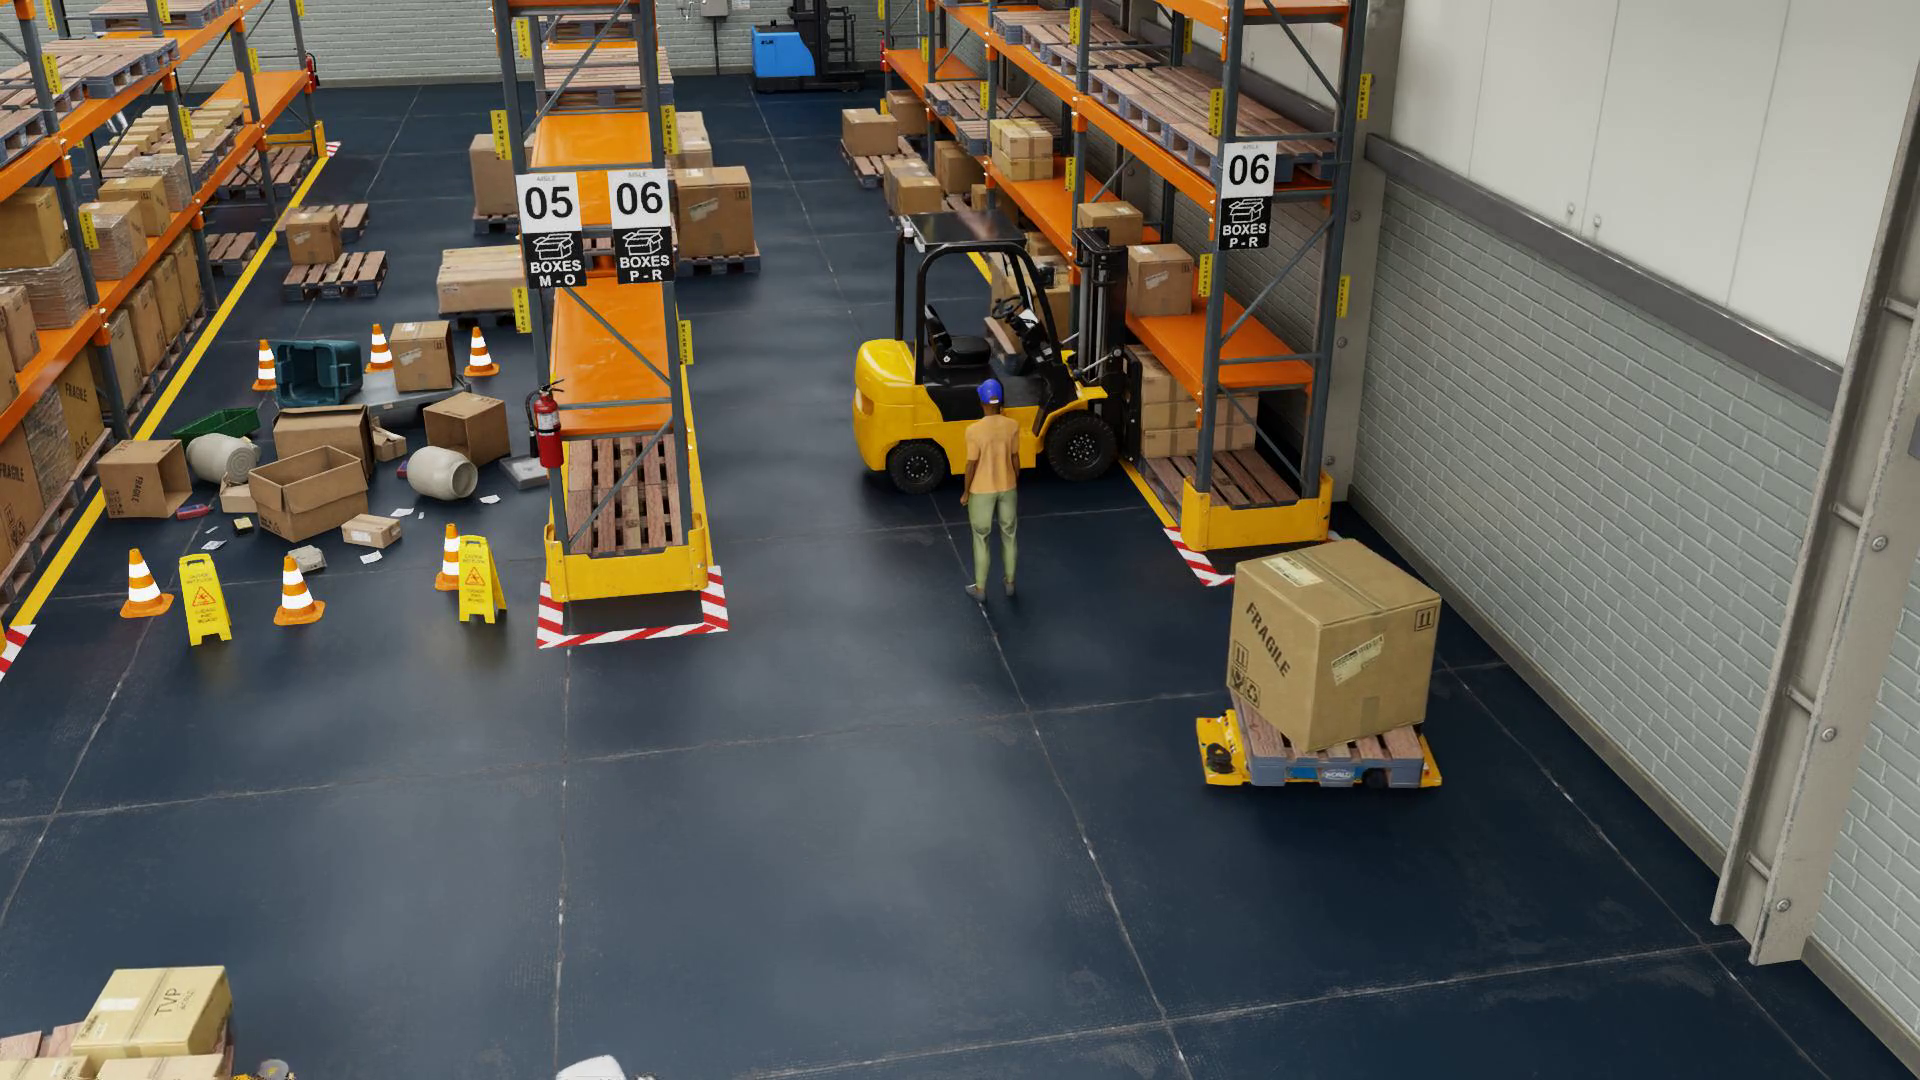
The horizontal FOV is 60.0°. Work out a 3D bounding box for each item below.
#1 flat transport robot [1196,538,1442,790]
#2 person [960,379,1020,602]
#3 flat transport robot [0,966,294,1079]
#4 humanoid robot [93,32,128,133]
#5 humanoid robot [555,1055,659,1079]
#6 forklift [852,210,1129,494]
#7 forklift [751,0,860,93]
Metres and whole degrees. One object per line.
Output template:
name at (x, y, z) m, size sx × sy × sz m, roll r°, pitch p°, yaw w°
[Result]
flat transport robot at (2.233, 1.293, 10.437) m, size 1.431 × 0.231 × 0.659 m, roll 1°, pitch 26°, yaw 1°
person at (0.222, -0.371, 12.227) m, size 0.449 × 1.718 × 0.355 m, roll -9°, pitch 27°, yaw -19°
flat transport robot at (-3.745, 2.745, 7.413) m, size 1.431 × 0.231 × 0.659 m, roll -8°, pitch 27°, yaw -16°
humanoid robot at (-13.661, -7.305, 26.653) m, size 0.543 × 1.771 × 0.901 m, roll -22°, pitch 33°, yaw -38°
humanoid robot at (-1.127, 2.656, 5.880) m, size 0.545 × 1.770 × 0.665 m, roll -18°, pitch 31°, yaw -32°
forklift at (0.216, -1.659, 14.366) m, size 2.313 × 2.155 × 1.214 m, roll -5°, pitch 26°, yaw -10°
forklift at (-2.872, -9.679, 30.288) m, size 1.873 × 2.768 × 1.129 m, roll -5°, pitch 26°, yaw -10°
